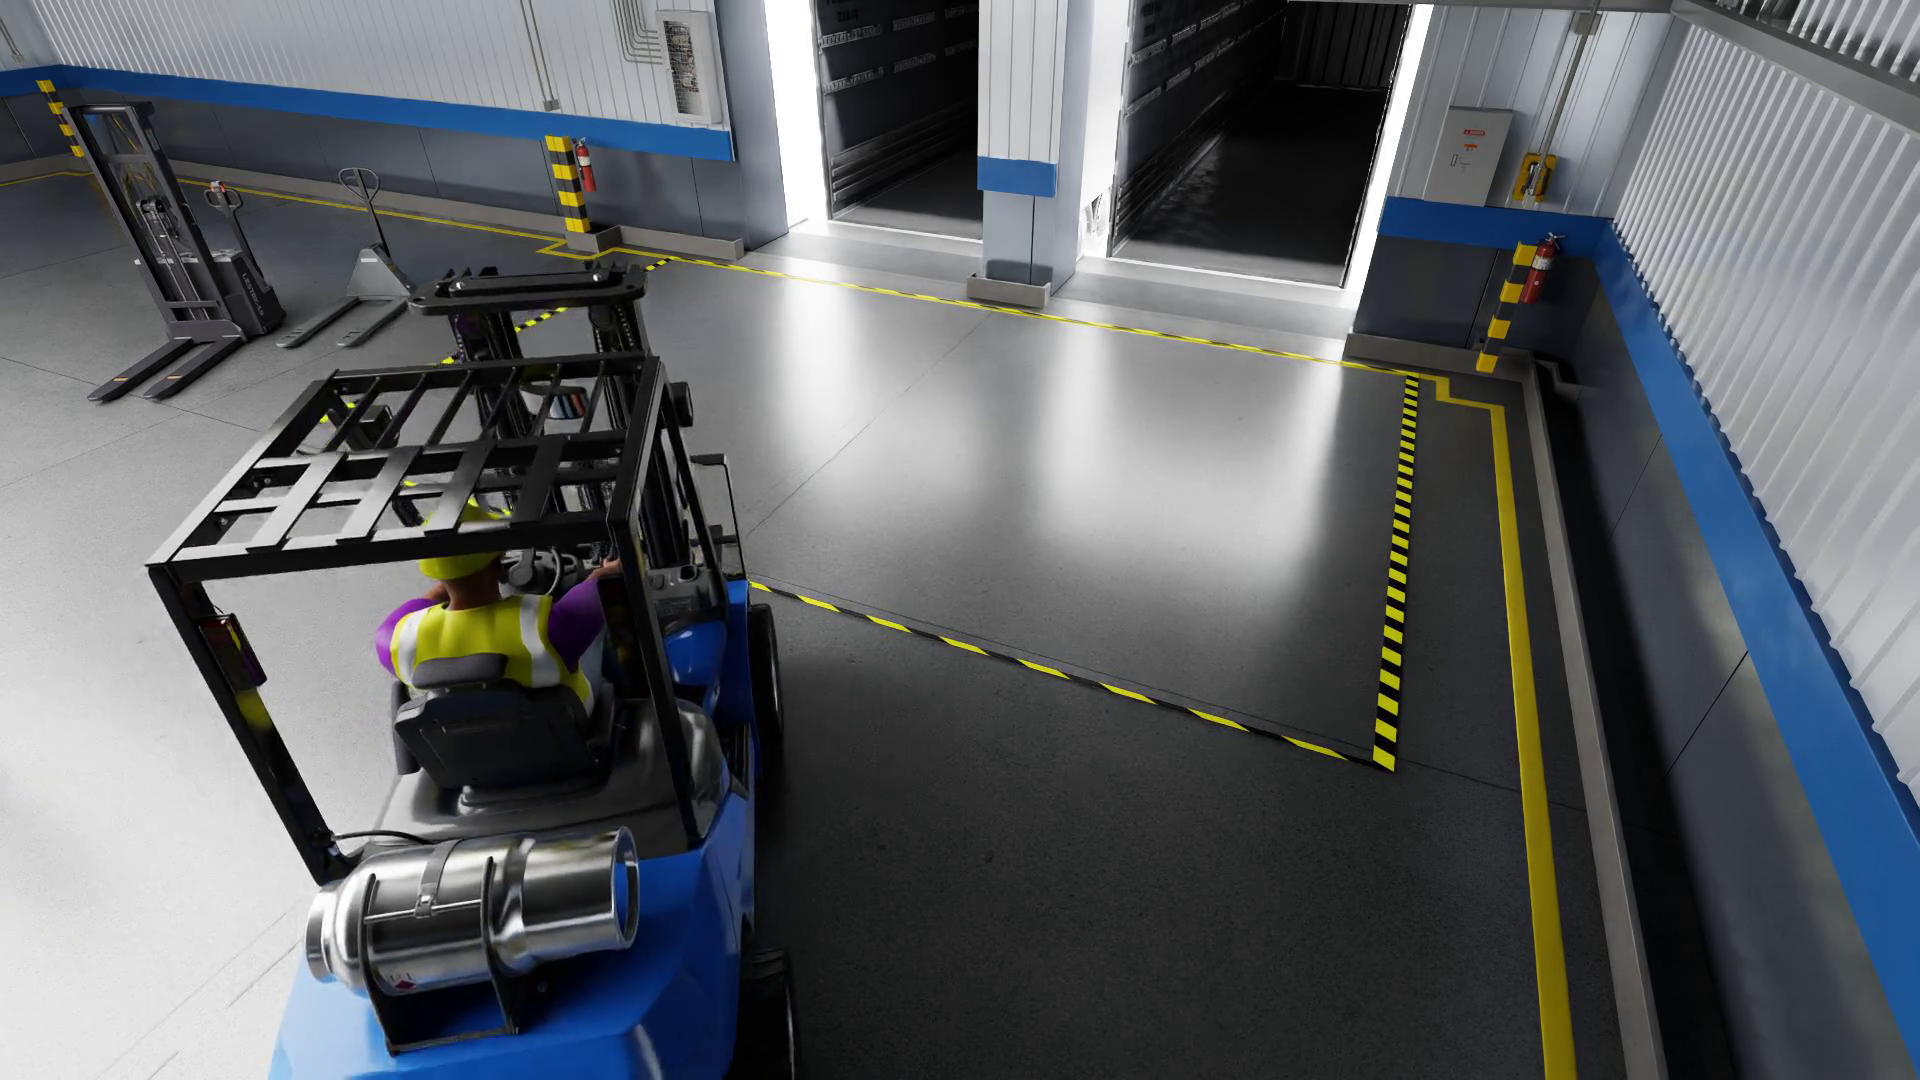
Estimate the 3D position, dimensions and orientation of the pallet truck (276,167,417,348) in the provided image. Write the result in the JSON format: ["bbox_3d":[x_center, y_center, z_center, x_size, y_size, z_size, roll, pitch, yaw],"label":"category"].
[{"bbox_3d":[-5.732,-2.611,8.414,0.680,1.201,1.601,-1,35,-1],"label":"pallet truck"}]

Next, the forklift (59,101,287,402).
[{"bbox_3d":[-6.686,-2.387,7.434,0.823,1.965,1.885,-3,35,-5],"label":"forklift"}]

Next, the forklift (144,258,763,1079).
[{"bbox_3d":[-1.363,0.451,3.065,1.157,2.036,2.680,-6,35,-8],"label":"forklift"}]

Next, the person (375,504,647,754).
[{"bbox_3d":[-1.367,0.263,3.007,0.635,1.293,1.004,-6,35,-8],"label":"person"}]
